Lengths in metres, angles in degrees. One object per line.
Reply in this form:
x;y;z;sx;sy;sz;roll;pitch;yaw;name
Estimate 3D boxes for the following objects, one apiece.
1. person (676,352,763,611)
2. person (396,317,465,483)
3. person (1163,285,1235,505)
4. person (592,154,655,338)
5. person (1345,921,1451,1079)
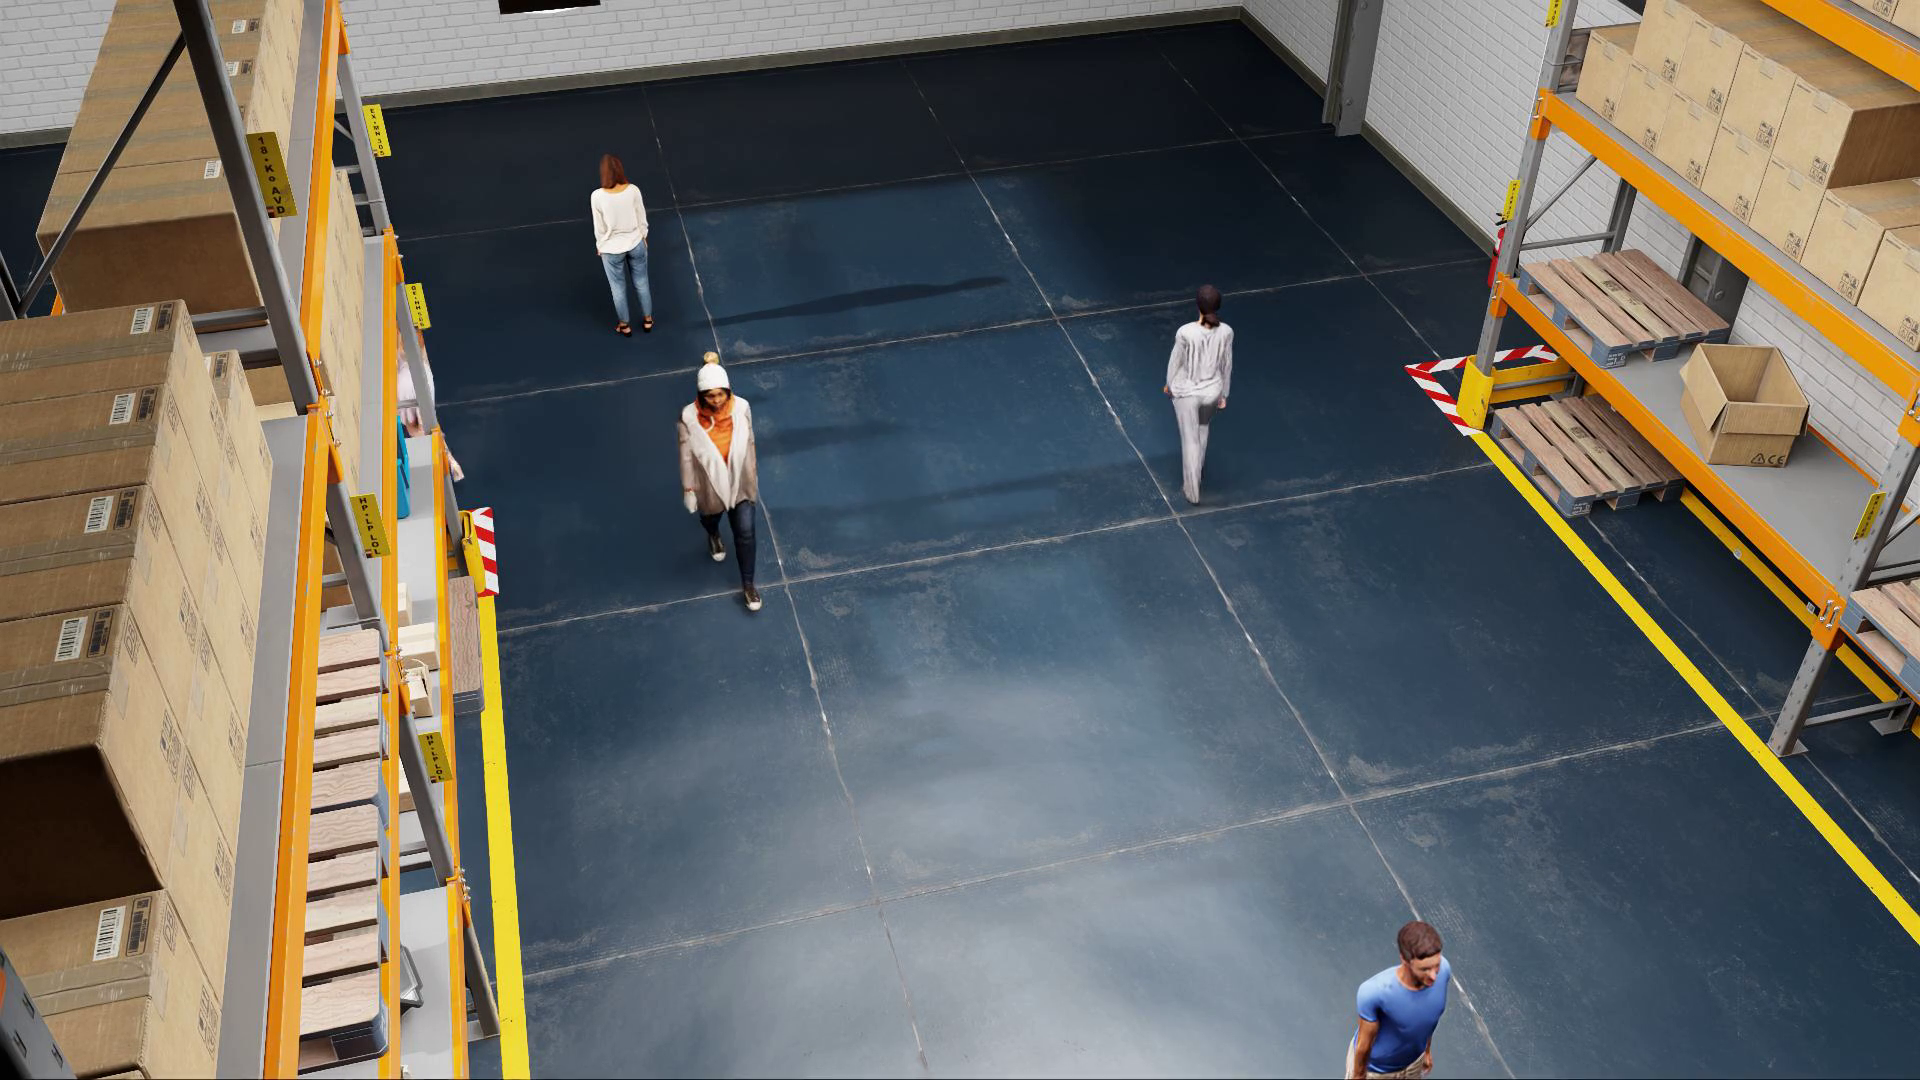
-1.670;-0.489;11.510;0.736;1.853;1.174;-12;40;-14;person
-3.961;-1.036;12.270;0.865;1.759;0.812;18;42;22;person
1.776;-1.022;12.258;0.650;1.754;0.830;-6;39;-7;person
-2.870;-2.502;14.170;0.628;1.679;0.561;-13;41;-16;person
2.014;2.426;7.852;0.688;1.863;0.620;-16;41;-19;person
